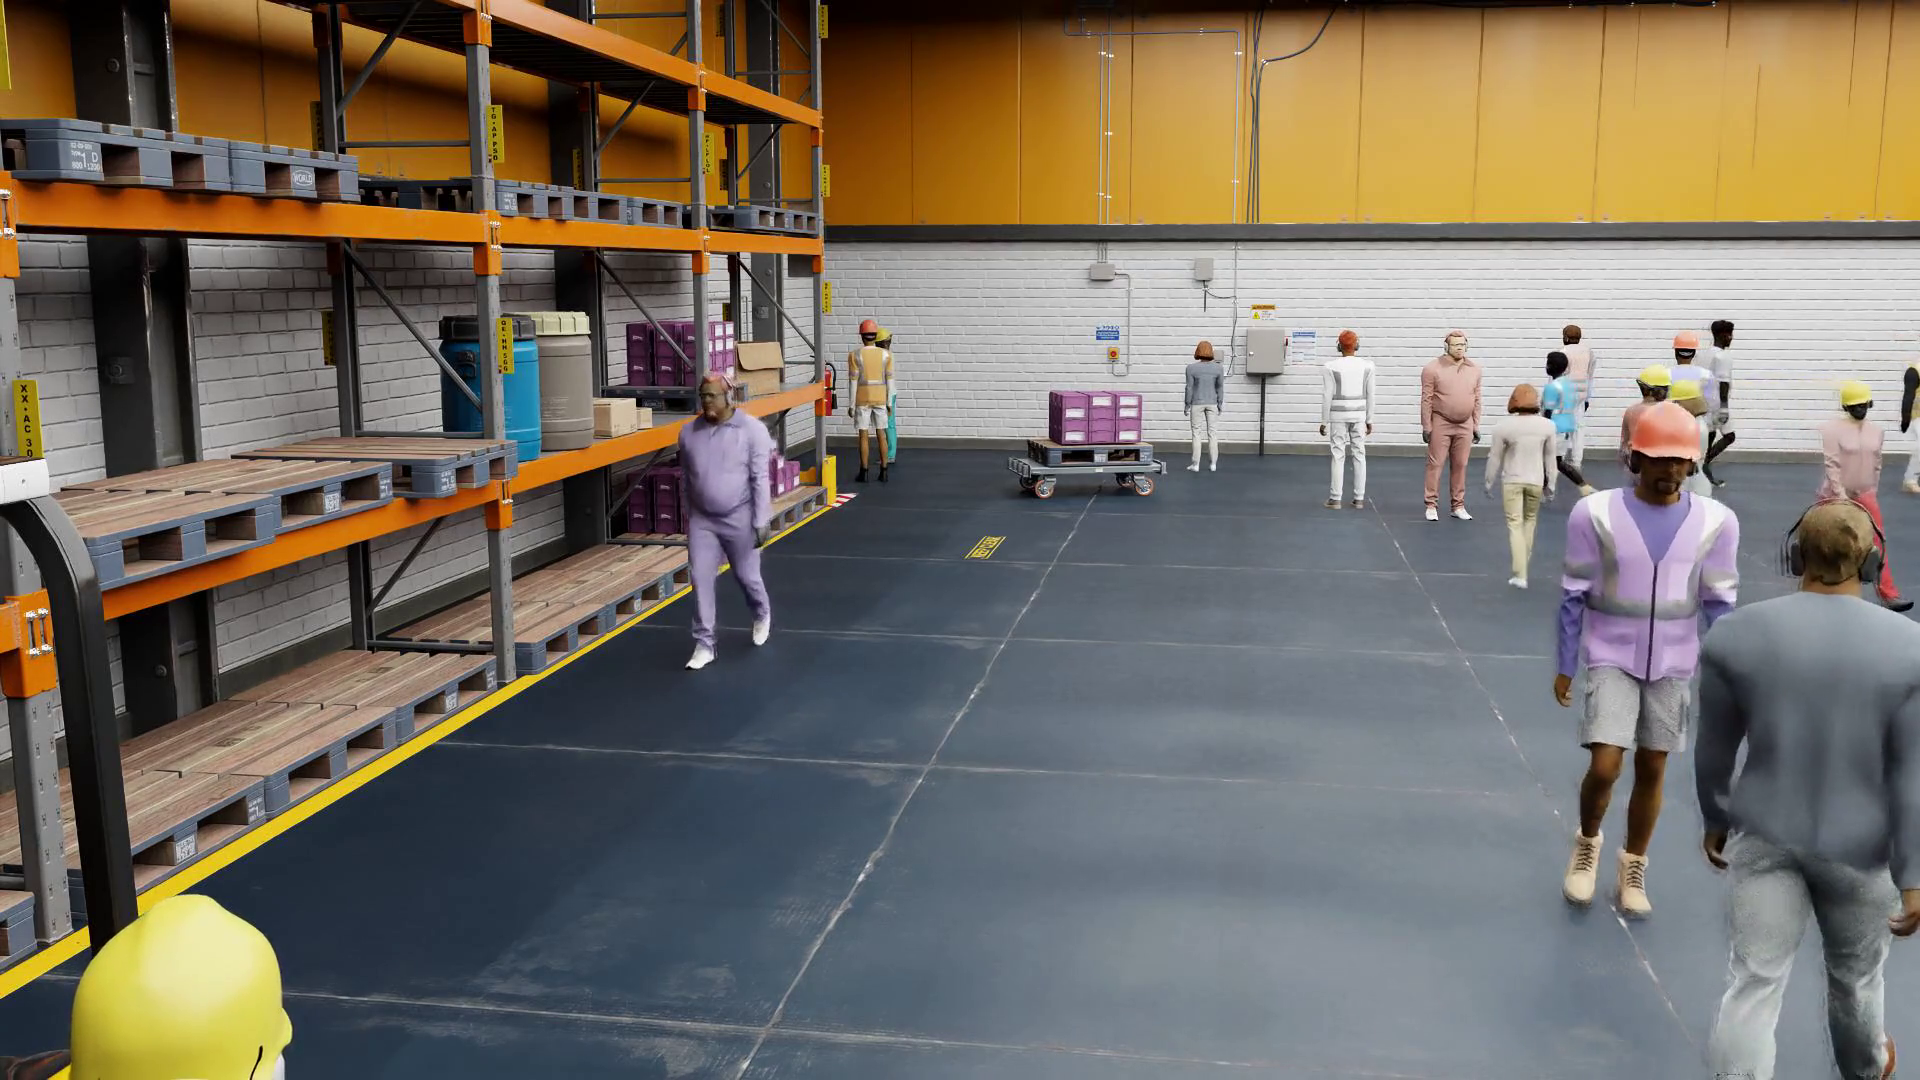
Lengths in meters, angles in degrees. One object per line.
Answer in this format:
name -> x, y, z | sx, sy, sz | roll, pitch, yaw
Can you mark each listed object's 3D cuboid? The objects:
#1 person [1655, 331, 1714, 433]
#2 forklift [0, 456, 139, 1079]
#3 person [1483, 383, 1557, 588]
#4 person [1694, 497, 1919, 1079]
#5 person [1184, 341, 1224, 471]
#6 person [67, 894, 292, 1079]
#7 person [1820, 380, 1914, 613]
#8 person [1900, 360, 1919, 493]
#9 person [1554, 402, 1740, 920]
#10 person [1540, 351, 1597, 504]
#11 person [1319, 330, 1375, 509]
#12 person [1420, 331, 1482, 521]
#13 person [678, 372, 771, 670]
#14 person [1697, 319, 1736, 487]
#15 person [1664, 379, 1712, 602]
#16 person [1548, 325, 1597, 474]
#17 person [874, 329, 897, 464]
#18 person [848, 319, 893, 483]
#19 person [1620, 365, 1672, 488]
person -> 6.868, -1.023, 15.876 | 0.545, 1.938, 0.359 | 1, 9, 9
forklift -> -2.328, 0.975, 2.765 | 2.313, 2.155, 1.214 | 1, 9, 9
person -> 4.463, -0.449, 13.325 | 0.524, 1.603, 0.721 | 0, 9, 1
person -> 2.395, 0.823, 4.670 | 0.638, 1.885, 1.018 | 7, 12, 37
person -> 3.046, -1.671, 20.804 | 0.507, 1.632, 0.272 | -2, 9, -10
person -> -0.834, 1.296, 1.894 | 0.601, 1.830, 0.404 | -4, 10, -23
person -> 6.560, -0.310, 12.172 | 0.519, 1.703, 0.904 | -1, 9, -6
person -> 10.786, -1.359, 18.443 | 0.622, 1.786, 0.991 | -1, 9, -8
person -> 2.622, 0.482, 6.378 | 0.618, 2.017, 0.524 | 2, 9, 10
person -> 6.379, -1.167, 17.613 | 0.800, 1.668, 0.538 | 7, 12, 37
person -> 4.077, -1.265, 17.523 | 0.573, 1.887, 0.354 | -1, 9, -5
person -> 4.942, -1.142, 16.706 | 0.643, 1.909, 0.410 | -2, 9, -9
person -> -1.501, -0.156, 10.723 | 0.642, 1.875, 0.870 | 2, 9, 11
person -> 8.705, -1.563, 19.155 | 0.417, 1.952, 0.640 | -1, 9, -4
person -> 5.383, -0.357, 12.497 | 0.905, 1.685, 0.499 | 3, 10, 16
person -> 7.525, -1.739, 20.588 | 0.626, 1.844, 0.429 | -3, 10, -17
person -> -0.981, -1.856, 21.567 | 0.326, 1.760, 0.524 | 1, 9, 5
person -> -1.071, -1.646, 19.728 | 0.552, 1.932, 0.377 | -3, 10, -20
person -> 5.447, -0.501, 13.184 | 0.314, 1.767, 0.534 | -2, 9, -14
